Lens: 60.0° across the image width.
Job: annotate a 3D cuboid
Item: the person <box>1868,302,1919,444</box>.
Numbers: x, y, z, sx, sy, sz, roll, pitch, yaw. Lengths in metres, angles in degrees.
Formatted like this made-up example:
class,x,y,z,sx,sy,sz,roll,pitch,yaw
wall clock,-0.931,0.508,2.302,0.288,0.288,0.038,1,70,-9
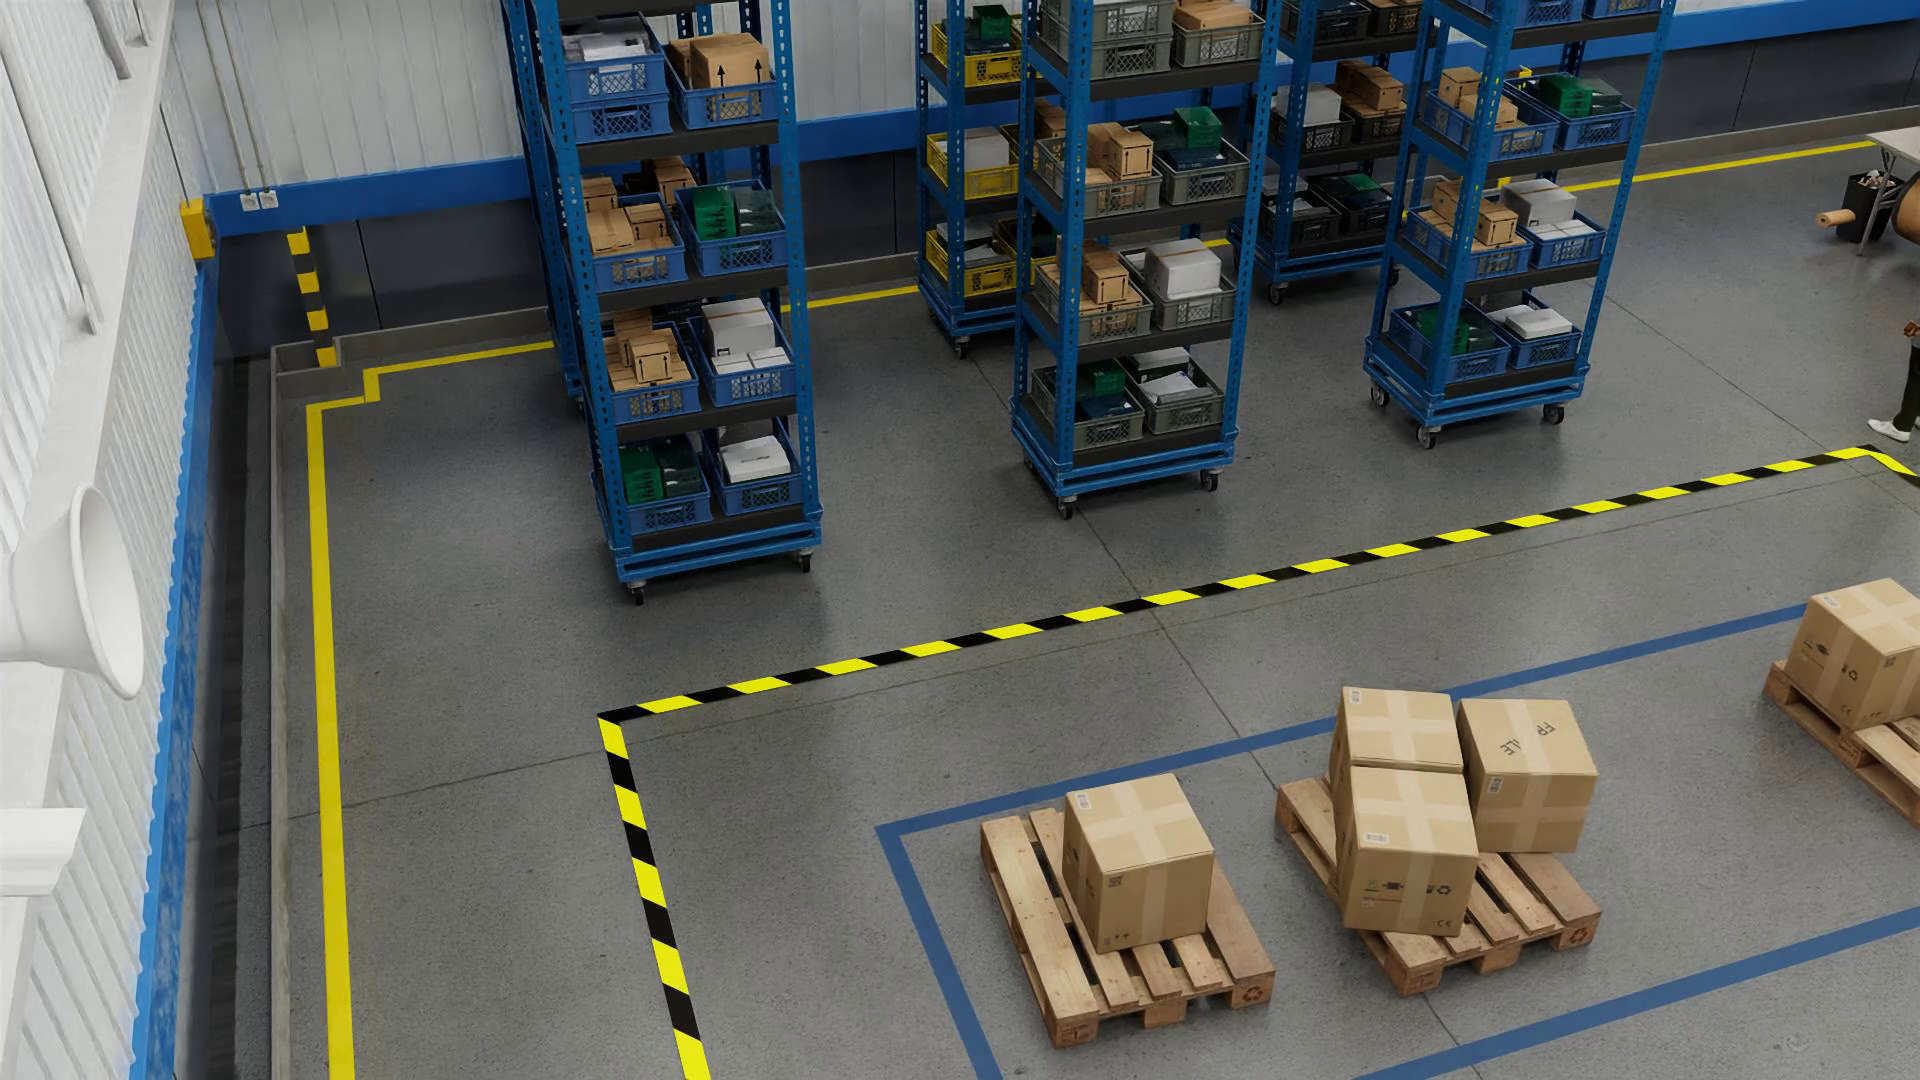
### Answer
class,x,y,z,sx,sy,sz,roll,pitch,yaw
person,6.407,-1.501,10.810,0.599,1.850,0.390,-12,37,-16
